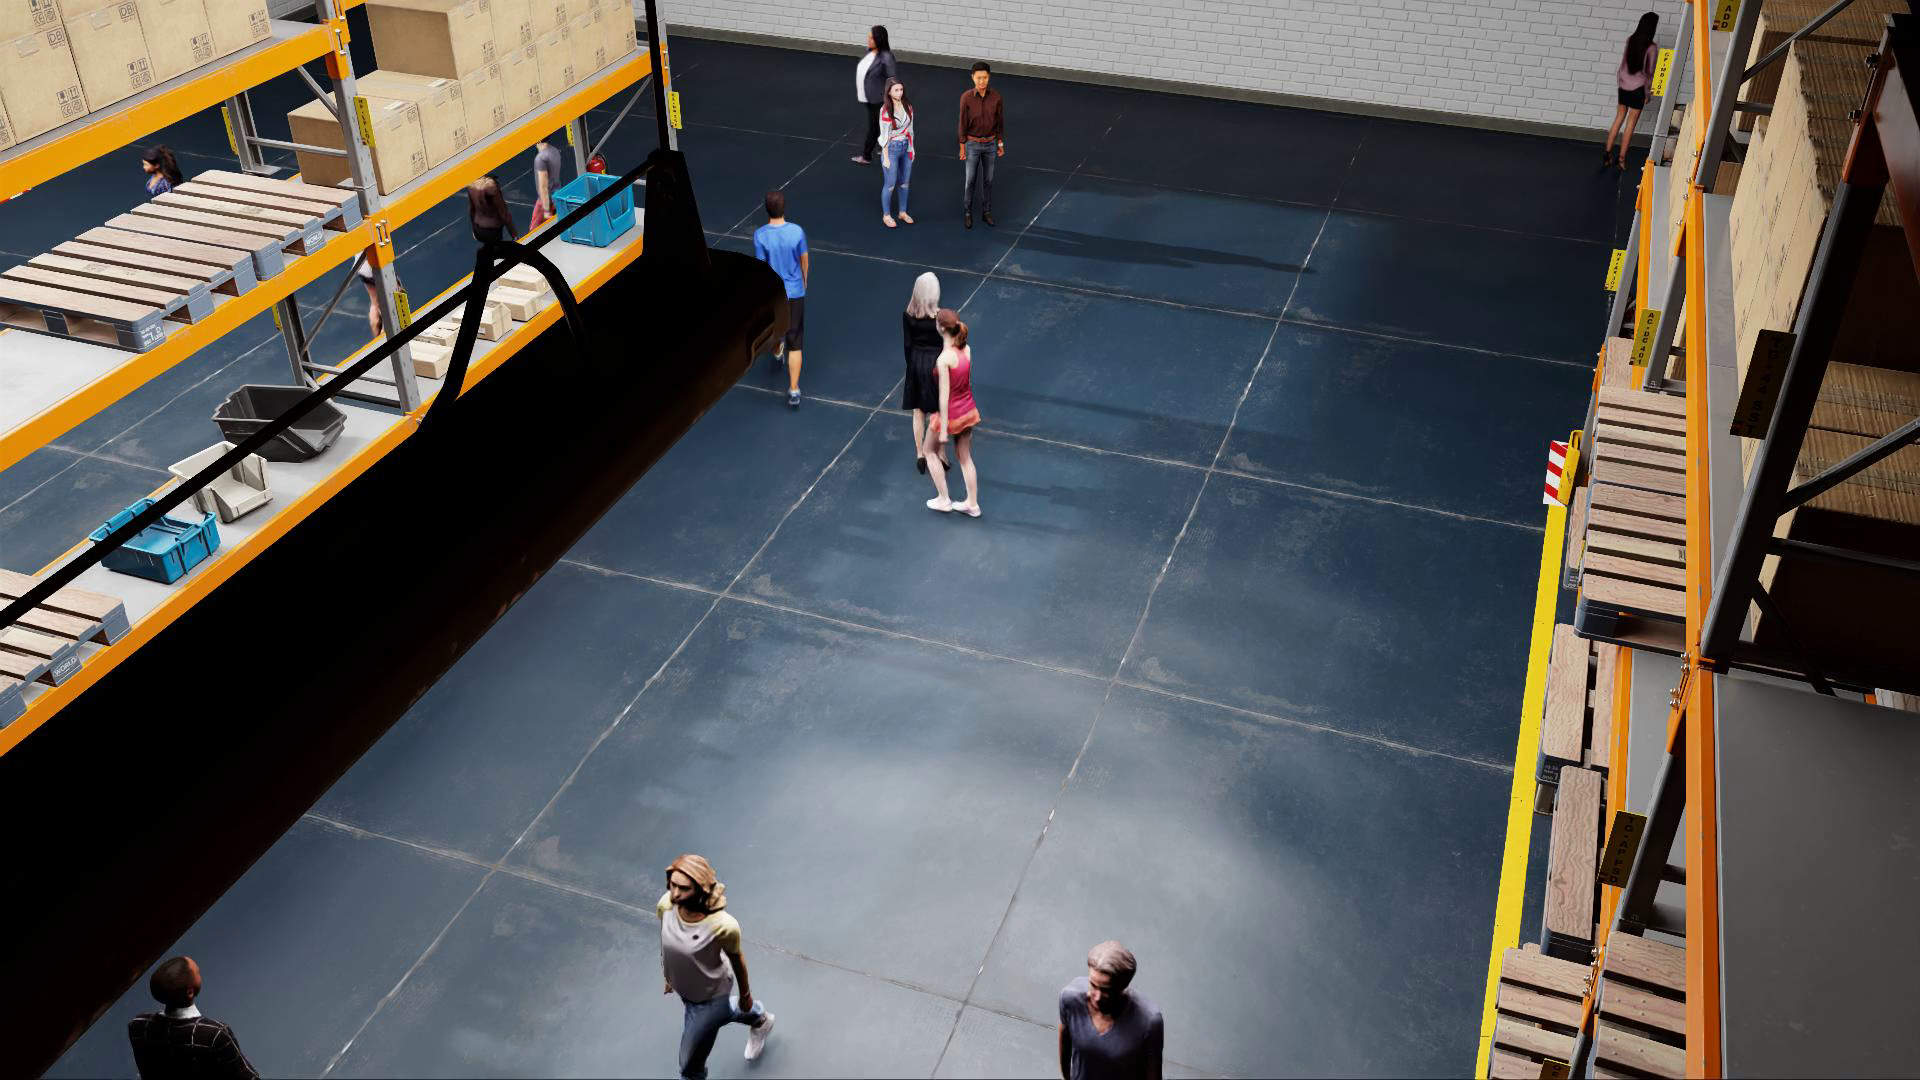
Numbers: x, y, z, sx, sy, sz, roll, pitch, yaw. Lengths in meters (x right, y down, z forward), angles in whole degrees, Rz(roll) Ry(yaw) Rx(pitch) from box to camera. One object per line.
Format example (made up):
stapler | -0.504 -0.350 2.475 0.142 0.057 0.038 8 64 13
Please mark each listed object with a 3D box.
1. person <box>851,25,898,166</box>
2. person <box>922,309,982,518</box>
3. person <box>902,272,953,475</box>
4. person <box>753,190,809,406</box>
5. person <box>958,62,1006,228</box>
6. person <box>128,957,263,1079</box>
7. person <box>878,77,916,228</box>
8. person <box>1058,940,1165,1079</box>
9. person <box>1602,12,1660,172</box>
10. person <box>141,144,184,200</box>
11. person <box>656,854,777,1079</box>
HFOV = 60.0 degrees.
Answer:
person | -0.895 -5.175 19.308 1.073 1.564 0.975 -19 38 -26
person | 0.017 -0.914 12.748 0.785 1.729 0.707 25 41 32
person | -0.245 -1.334 13.364 0.622 1.747 0.595 7 34 11
person | -1.505 -2.042 14.372 1.002 1.810 1.309 -4 34 -6
person | 0.220 -4.198 17.643 0.719 1.779 0.717 -8 34 -11
person | -3.357 2.640 7.360 0.755 1.774 1.232 8 34 12
person | -0.676 -4.139 17.705 0.615 1.612 0.721 -24 40 -31
person | 0.719 2.469 7.565 0.668 1.833 1.212 11 35 16
person | 7.674 -5.120 19.001 0.737 1.811 0.702 -18 38 -25
person | -7.523 -3.037 16.058 1.041 1.601 0.902 -25 41 -33
person | -1.207 2.149 8.182 0.799 1.683 1.221 19 38 26
